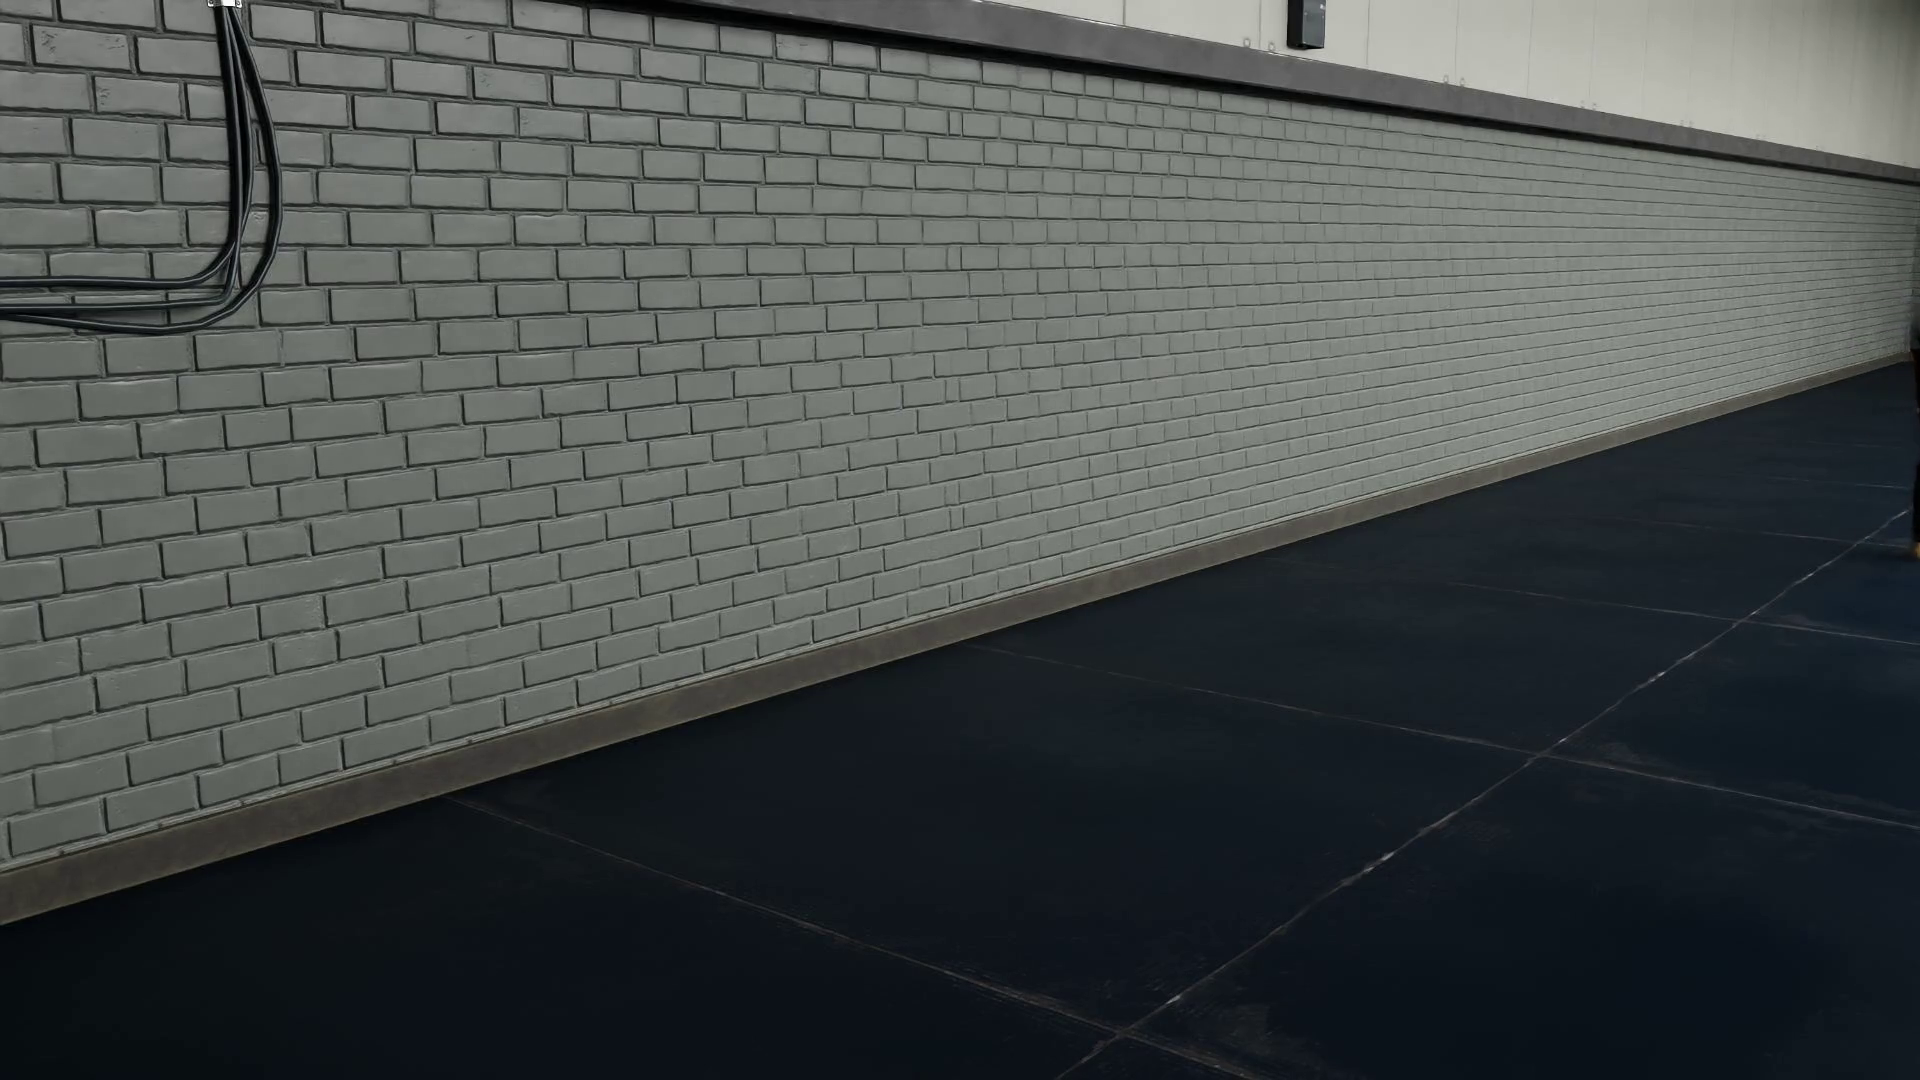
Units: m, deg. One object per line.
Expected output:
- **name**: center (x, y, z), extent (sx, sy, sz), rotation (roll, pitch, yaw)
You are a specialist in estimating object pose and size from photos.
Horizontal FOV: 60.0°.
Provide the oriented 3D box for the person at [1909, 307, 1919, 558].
- **person**: center (6.407, -0.878, 10.497), extent (0.814, 2.000, 0.708), rotation (-6, 12, -31)
